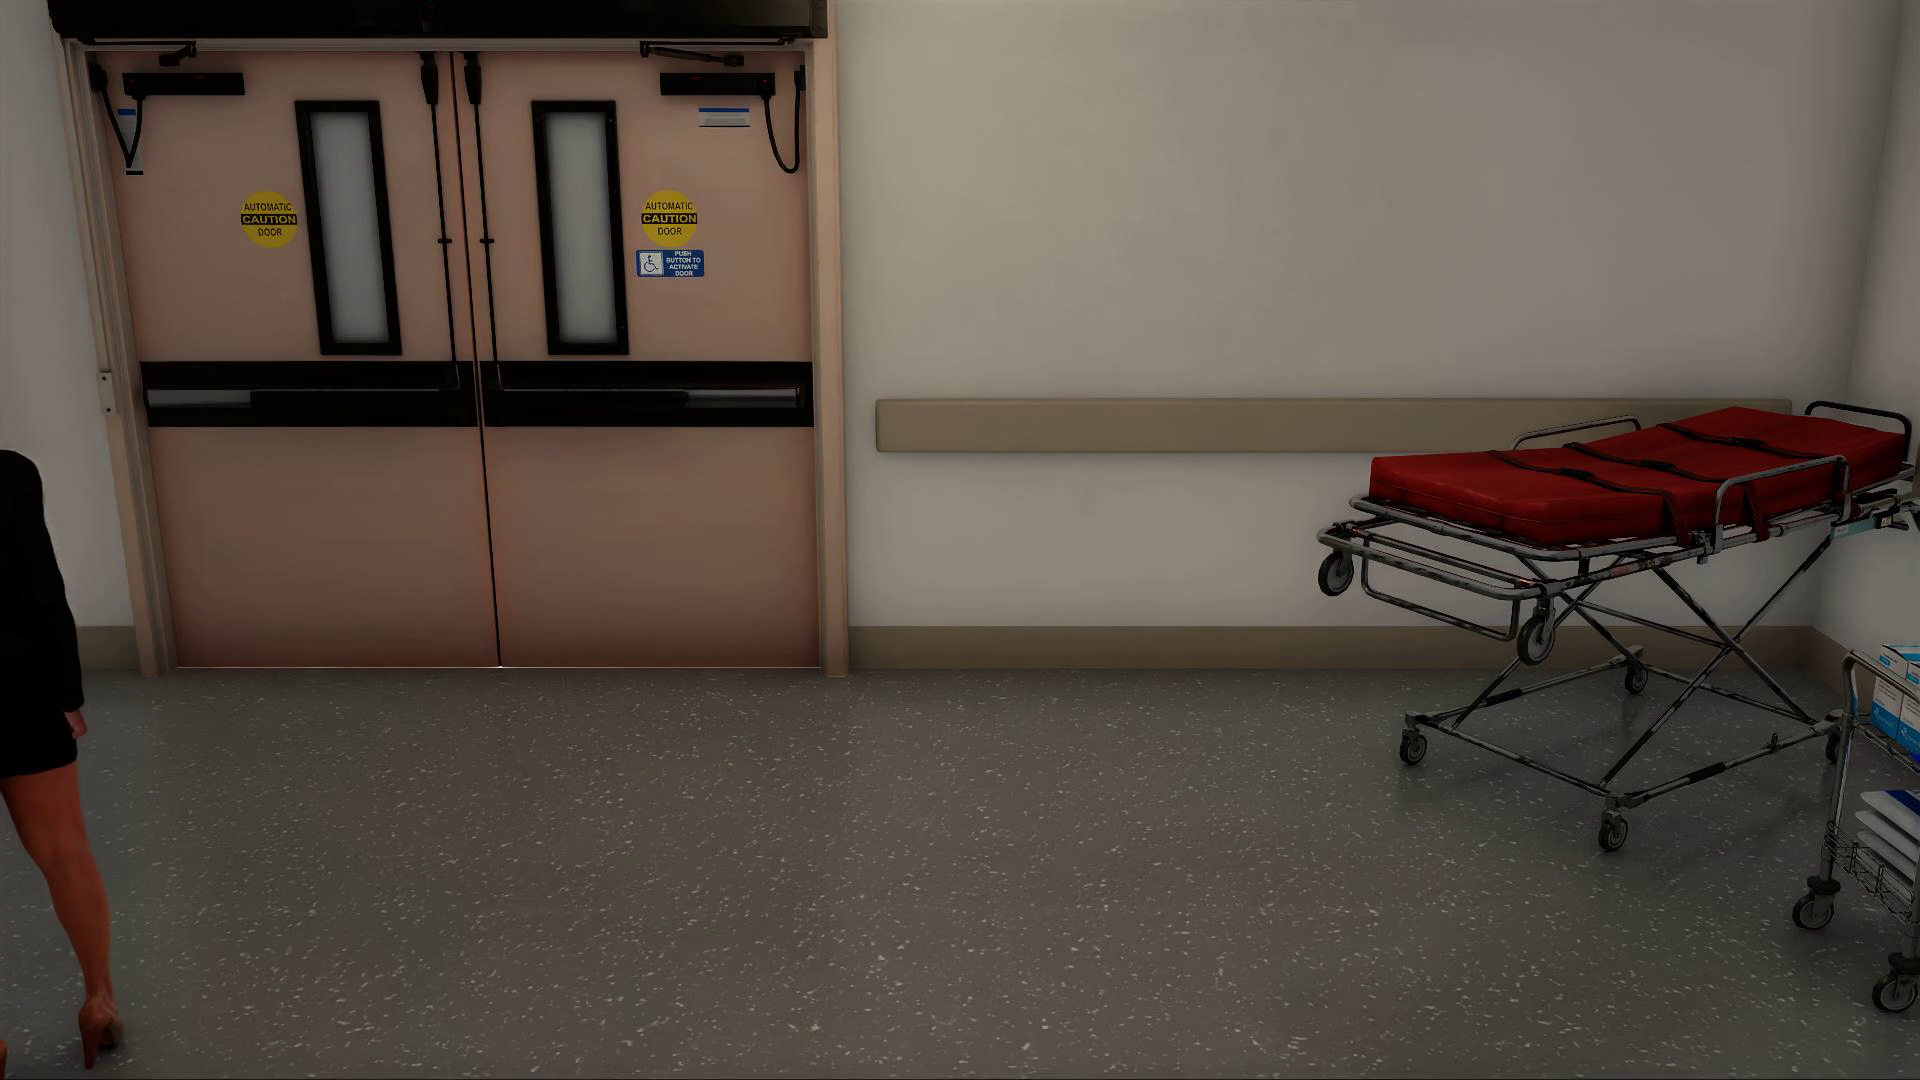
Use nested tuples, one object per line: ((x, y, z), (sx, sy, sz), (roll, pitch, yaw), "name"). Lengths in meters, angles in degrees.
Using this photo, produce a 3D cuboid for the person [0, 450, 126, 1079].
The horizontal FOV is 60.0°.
((-2.005, 0.369, 3.387), (0.692, 1.639, 0.749), (-11, 19, -35), "person")
